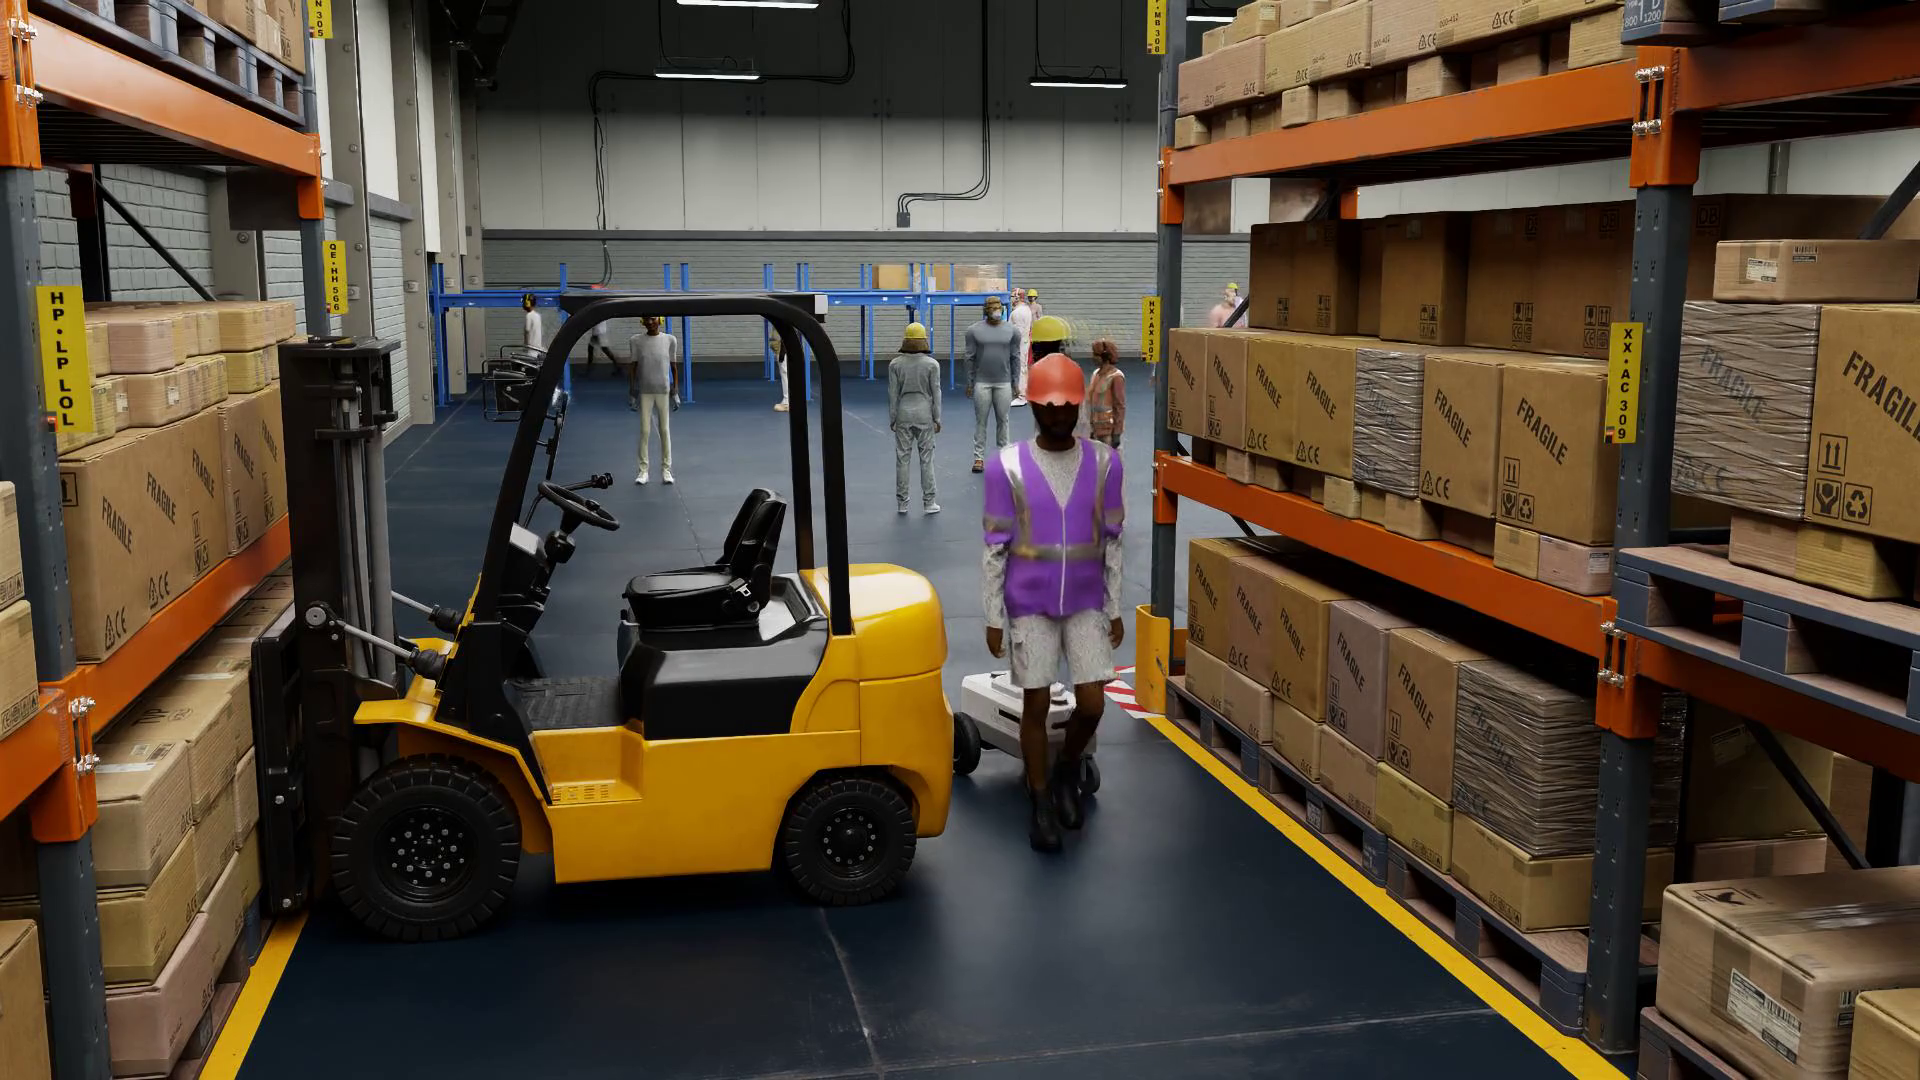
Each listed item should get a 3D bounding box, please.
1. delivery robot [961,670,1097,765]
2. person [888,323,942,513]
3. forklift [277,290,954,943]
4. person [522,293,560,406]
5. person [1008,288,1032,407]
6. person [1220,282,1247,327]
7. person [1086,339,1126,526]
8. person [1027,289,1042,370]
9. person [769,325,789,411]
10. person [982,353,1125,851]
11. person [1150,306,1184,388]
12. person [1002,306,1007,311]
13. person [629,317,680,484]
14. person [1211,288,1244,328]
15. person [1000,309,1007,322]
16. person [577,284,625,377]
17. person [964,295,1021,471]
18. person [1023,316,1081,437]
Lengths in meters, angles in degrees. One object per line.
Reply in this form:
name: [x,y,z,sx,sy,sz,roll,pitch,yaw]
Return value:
delivery robot: [0.299,0.754,7.311,0.477,0.478,0.707,-5,11,-28]
person: [-0.409,-1.122,15.294,0.492,1.741,0.319,1,9,9]
forklift: [-1.179,0.175,6.143,2.313,2.155,1.214,-2,10,-12]
person: [-6.773,-3.007,26.467,0.690,1.850,0.536,0,9,-2]
person: [0.940,-3.134,27.056,0.409,1.909,0.643,2,10,14]
person: [6.231,-4.906,37.859,0.644,1.908,0.401,2,10,12]
person: [1.265,-0.919,14.375,0.315,1.636,0.515,-4,10,-21]
person: [1.582,-4.610,36.470,0.301,1.772,0.531,-8,13,-42]
person: [-2.793,-2.961,26.222,0.430,1.839,0.619,0,9,-2]
person: [0.364,0.247,6.379,0.571,1.923,0.402,-1,9,-8]
person: [3.752,-3.622,29.957,0.623,1.931,0.641,-6,11,-31]
person: [0.918,-5.096,39.655,0.318,1.697,0.534,7,12,38]
person: [-3.189,-1.523,17.352,0.533,1.868,0.310,-2,9,-9]
person: [4.686,-3.483,29.237,0.650,1.883,0.802,-3,10,-19]
person: [0.823,-4.273,34.632,0.321,1.697,0.529,-3,10,-19]
person: [-7.418,-4.332,34.391,0.962,1.903,0.555,-3,10,-17]
person: [0.360,-1.729,18.393,0.636,1.939,0.364,0,9,-2]
person: [0.608,-0.588,11.513,0.456,1.909,0.621,0,9,2]
